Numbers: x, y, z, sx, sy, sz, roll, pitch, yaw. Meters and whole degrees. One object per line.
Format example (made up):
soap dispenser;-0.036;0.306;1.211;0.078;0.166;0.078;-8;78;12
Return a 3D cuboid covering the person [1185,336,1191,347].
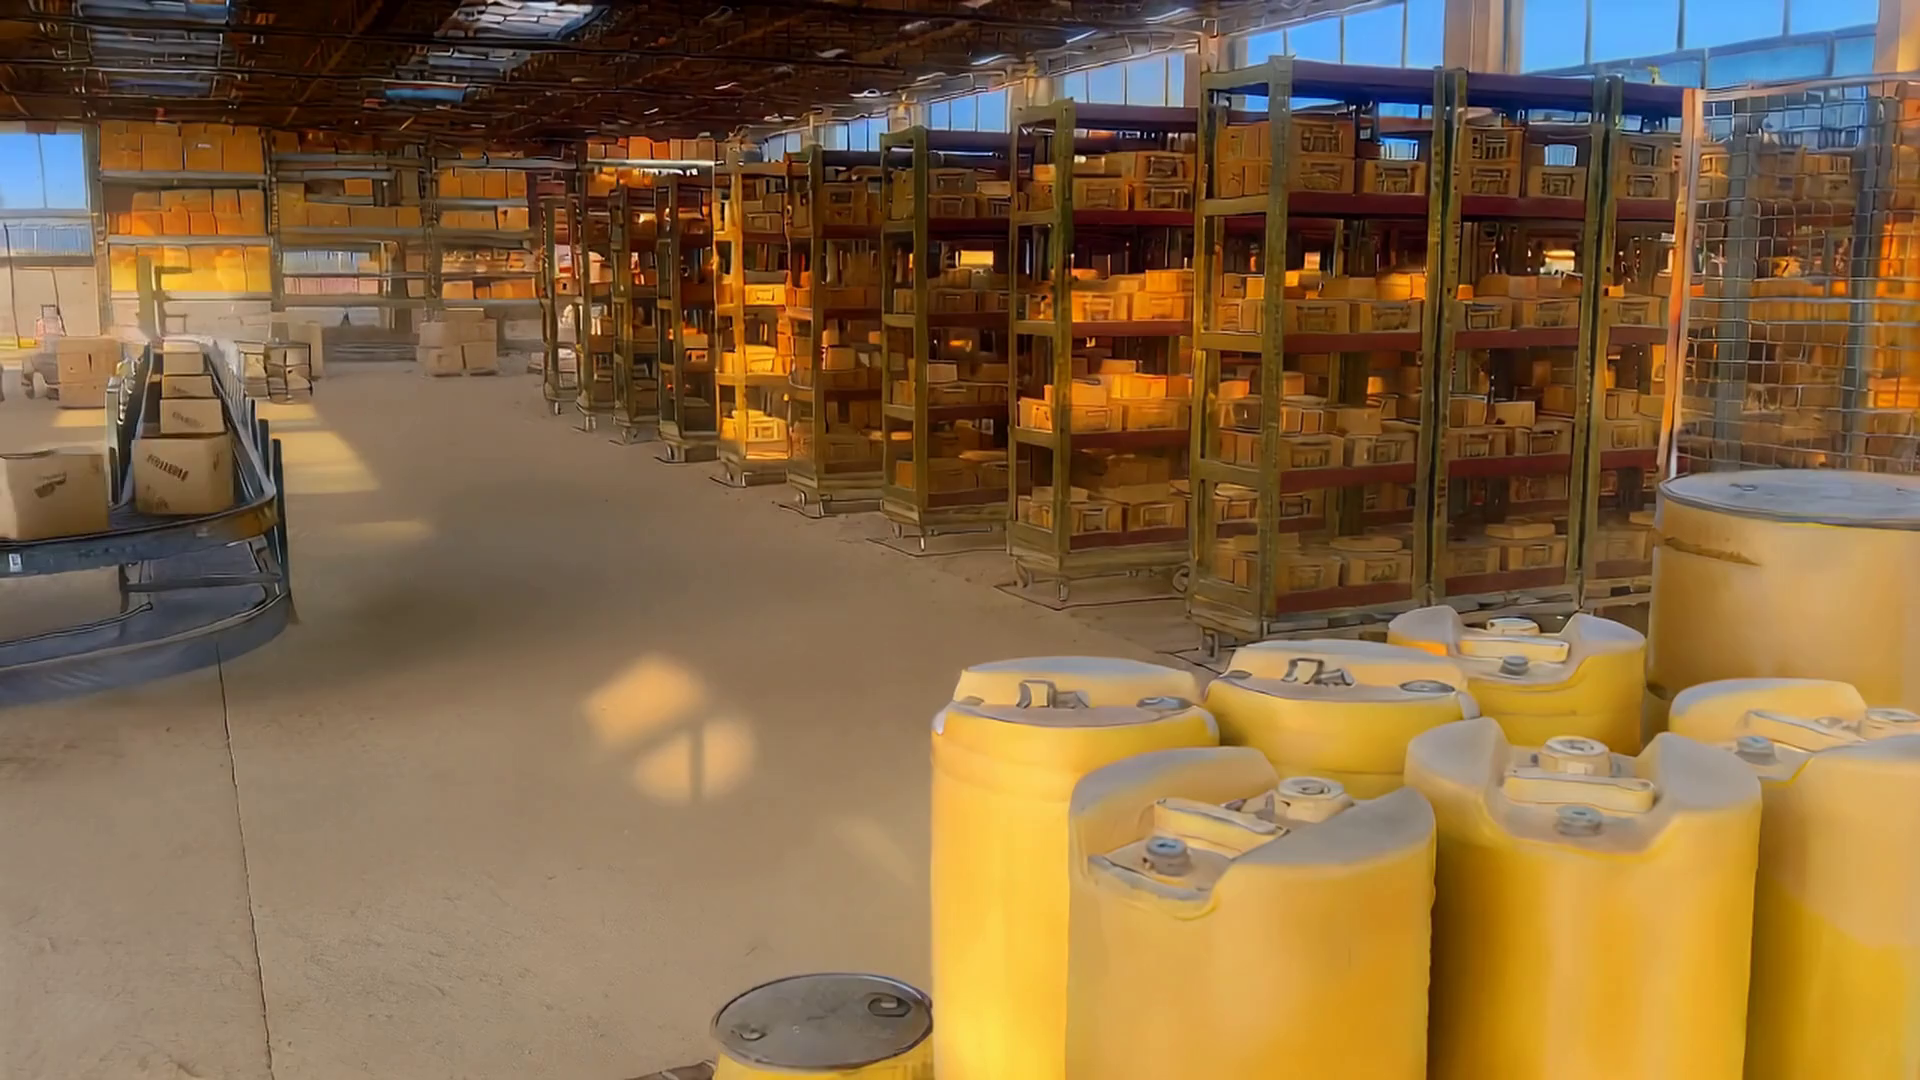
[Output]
person;3.128;-2.317;23.699;0.579;1.833;0.607;-5;10;-27

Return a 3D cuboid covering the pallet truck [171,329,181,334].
pallet truck;-17.275;-3.851;35.096;1.601;1.201;0.680;0;9;1

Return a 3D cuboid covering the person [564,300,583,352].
person;-9.345;-5.061;40.368;0.618;1.945;0.394;4;10;25

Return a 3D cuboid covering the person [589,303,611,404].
person;-6.508;-3.400;30.255;0.432;1.885;0.664;-9;12;-43

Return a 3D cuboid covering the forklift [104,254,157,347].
forklift;-19.596;-5.472;40.034;1.873;2.768;1.129;-4;10;-25

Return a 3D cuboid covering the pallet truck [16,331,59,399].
pallet truck;-17.082;-3.353;31.781;1.630;1.274;0.653;-4;10;-25

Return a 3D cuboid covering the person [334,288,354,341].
person;-19.959;-7.195;53.795;0.975;1.882;0.565;-4;10;-24

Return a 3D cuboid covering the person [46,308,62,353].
person;-20.120;-4.374;37.137;0.619;1.606;0.521;1;9;5

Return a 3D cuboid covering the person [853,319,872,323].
person;-2.567;-5.381;43.100;0.508;1.693;0.873;-4;10;-26
